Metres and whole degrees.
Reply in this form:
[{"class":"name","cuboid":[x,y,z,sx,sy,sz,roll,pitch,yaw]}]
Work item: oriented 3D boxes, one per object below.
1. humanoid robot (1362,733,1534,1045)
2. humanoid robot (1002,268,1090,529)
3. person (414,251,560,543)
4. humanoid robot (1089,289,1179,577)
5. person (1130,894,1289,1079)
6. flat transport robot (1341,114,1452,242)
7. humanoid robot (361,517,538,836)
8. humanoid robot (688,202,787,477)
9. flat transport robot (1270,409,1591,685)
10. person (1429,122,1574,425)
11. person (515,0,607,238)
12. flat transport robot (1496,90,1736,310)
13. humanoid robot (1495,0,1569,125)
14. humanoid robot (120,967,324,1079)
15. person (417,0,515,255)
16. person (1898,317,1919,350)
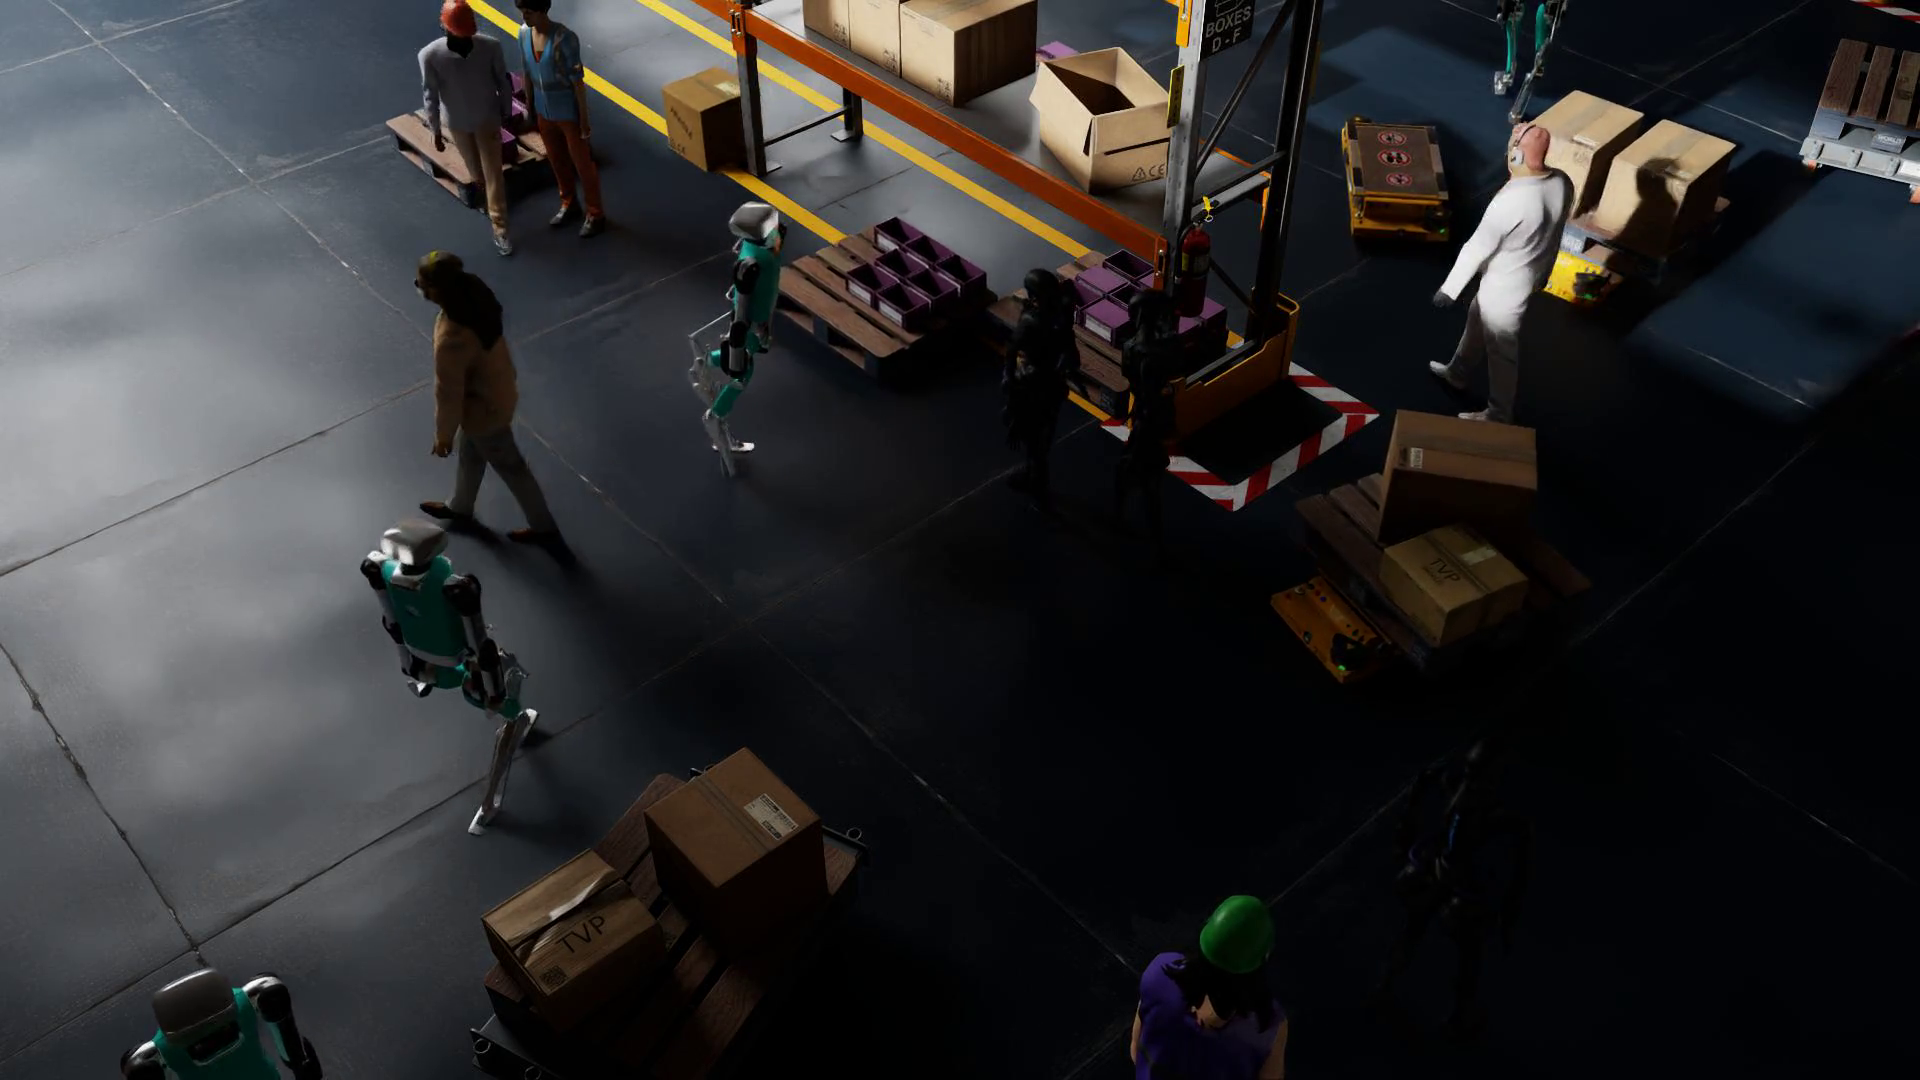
[{"class":"humanoid robot","cuboid":[1.904,1.398,6.548,0.451,1.643,0.601,-34,52,-31]},{"class":"humanoid robot","cuboid":[0.421,-0.793,8.933,0.389,1.655,0.613,30,50,28]},{"class":"person","cuboid":[-2.637,-0.700,8.692,0.892,1.839,0.593,1,43,1]},{"class":"humanoid robot","cuboid":[0.938,-0.588,8.697,0.525,1.641,0.585,3,43,3]},{"class":"person","cuboid":[0.845,1.893,5.821,0.549,1.919,0.431,20,46,21]},{"class":"flat transport robot","cuboid":[3.112,-2.604,11.927,0.659,0.231,1.431,4,43,5]},{"class":"humanoid robot","cuboid":[-2.155,0.463,7.524,0.530,1.780,0.901,14,44,15]},{"class":"humanoid robot","cuboid":[-1.316,-1.048,9.254,0.798,1.897,0.530,11,44,11]},{"class":"flat transport robot","cuboid":[2.426,0.269,8.802,1.431,0.231,0.659,-19,46,-19]},{"class":"person","cuboid":[3.057,-1.512,9.552,0.810,1.863,0.680,33,52,31]},{"class":"person","cuboid":[-2.687,-2.875,11.122,0.507,1.757,0.332,18,46,19]},{"class":"flat transport robot","cuboid":[4.363,-2.052,11.326,0.659,0.231,1.431,32,52,30]},{"class":"humanoid robot","cuboid":[4.185,-3.851,12.199,0.550,1.736,1.014,10,43,10]},{"class":"humanoid robot","cuboid":[-2.211,2.230,5.608,0.550,1.786,0.925,-32,51,-30]},{"class":"person","cuboid":[-3.266,-2.832,11.117,0.573,1.696,0.882,-11,44,-11]},{"class":"person","cuboid":[6.109,-1.776,9.888,0.516,1.815,0.411,28,49,27]}]
